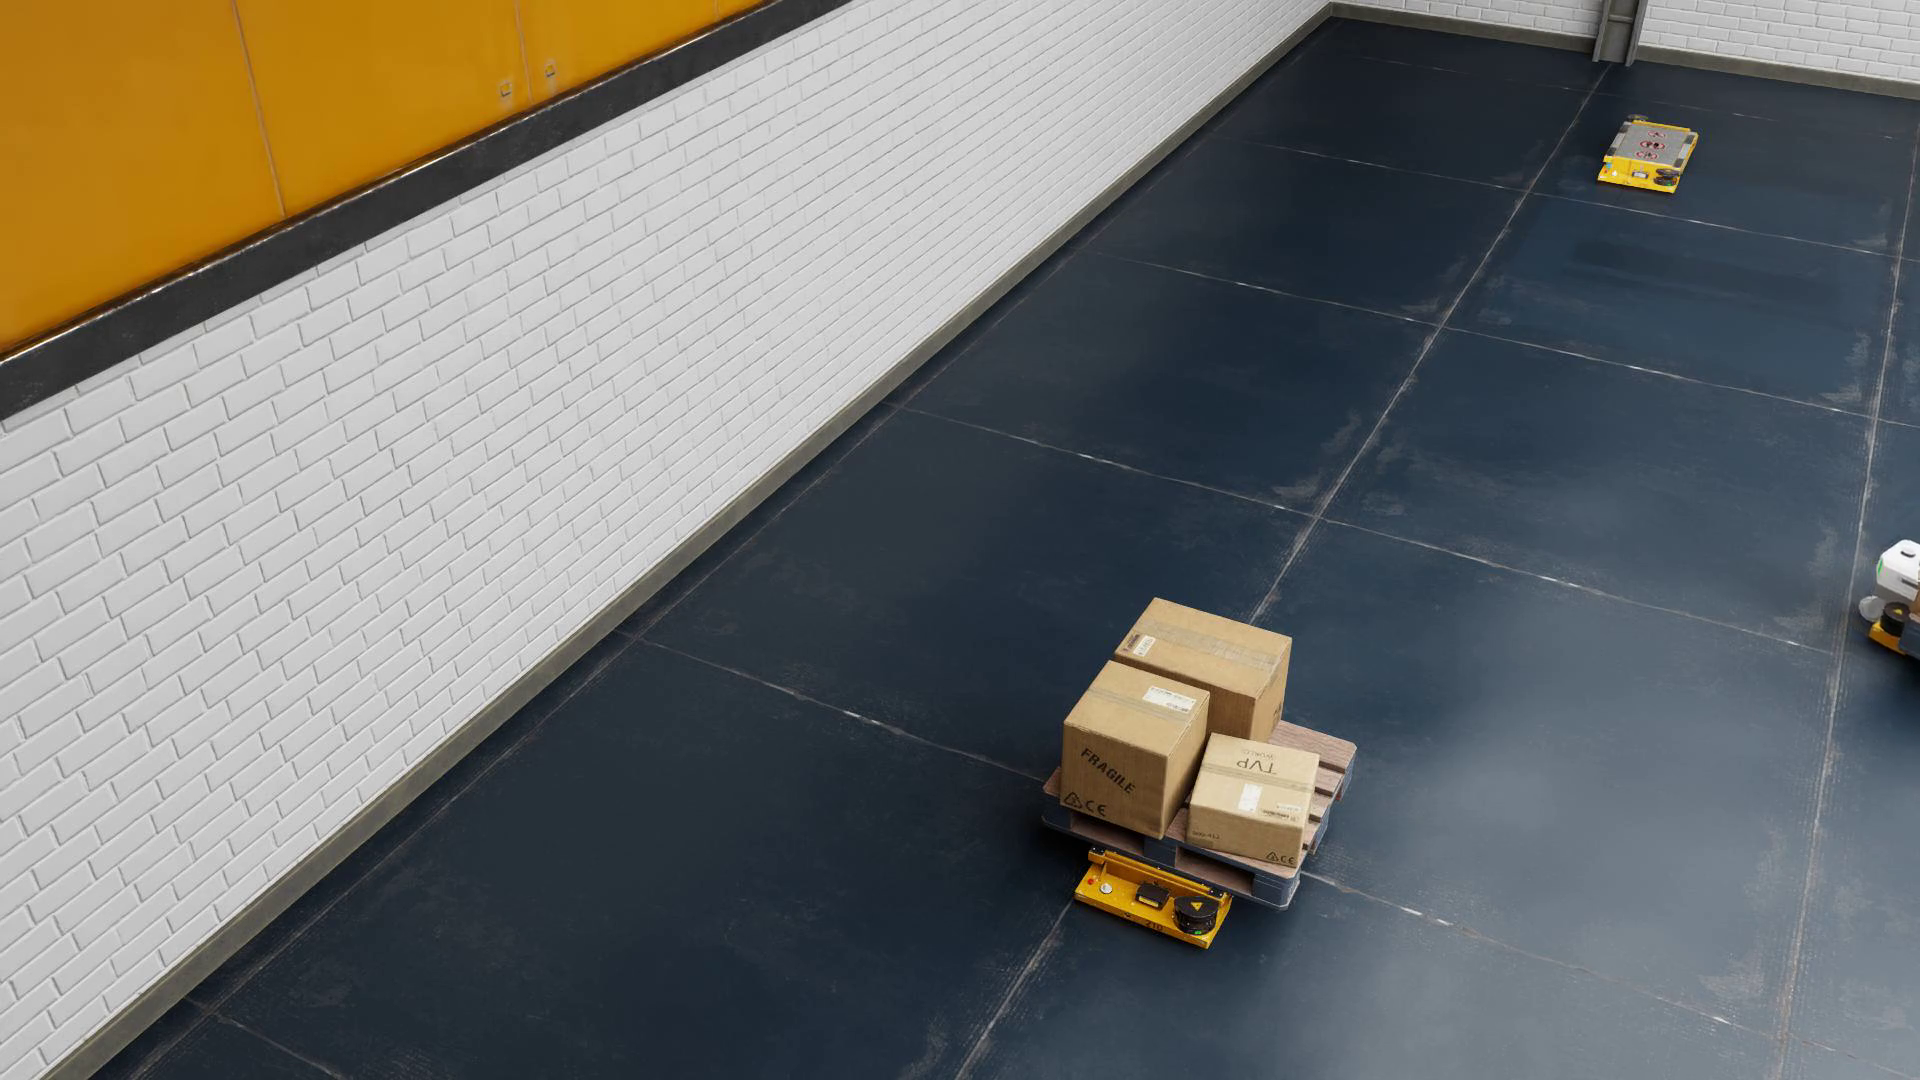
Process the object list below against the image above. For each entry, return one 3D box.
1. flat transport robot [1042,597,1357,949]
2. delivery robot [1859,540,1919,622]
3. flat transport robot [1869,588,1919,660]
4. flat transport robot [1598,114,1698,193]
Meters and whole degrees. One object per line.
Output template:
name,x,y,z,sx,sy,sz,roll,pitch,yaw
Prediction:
flat transport robot,1.147,1.328,8.002,0.659,0.231,1.431,17,37,23
delivery robot,5.478,0.312,9.230,0.499,0.565,0.745,-23,40,-30
flat transport robot,5.779,0.680,8.965,0.659,0.231,1.431,-23,40,-31
flat transport robot,6.331,-3.546,15.253,0.659,0.231,1.431,17,37,23
